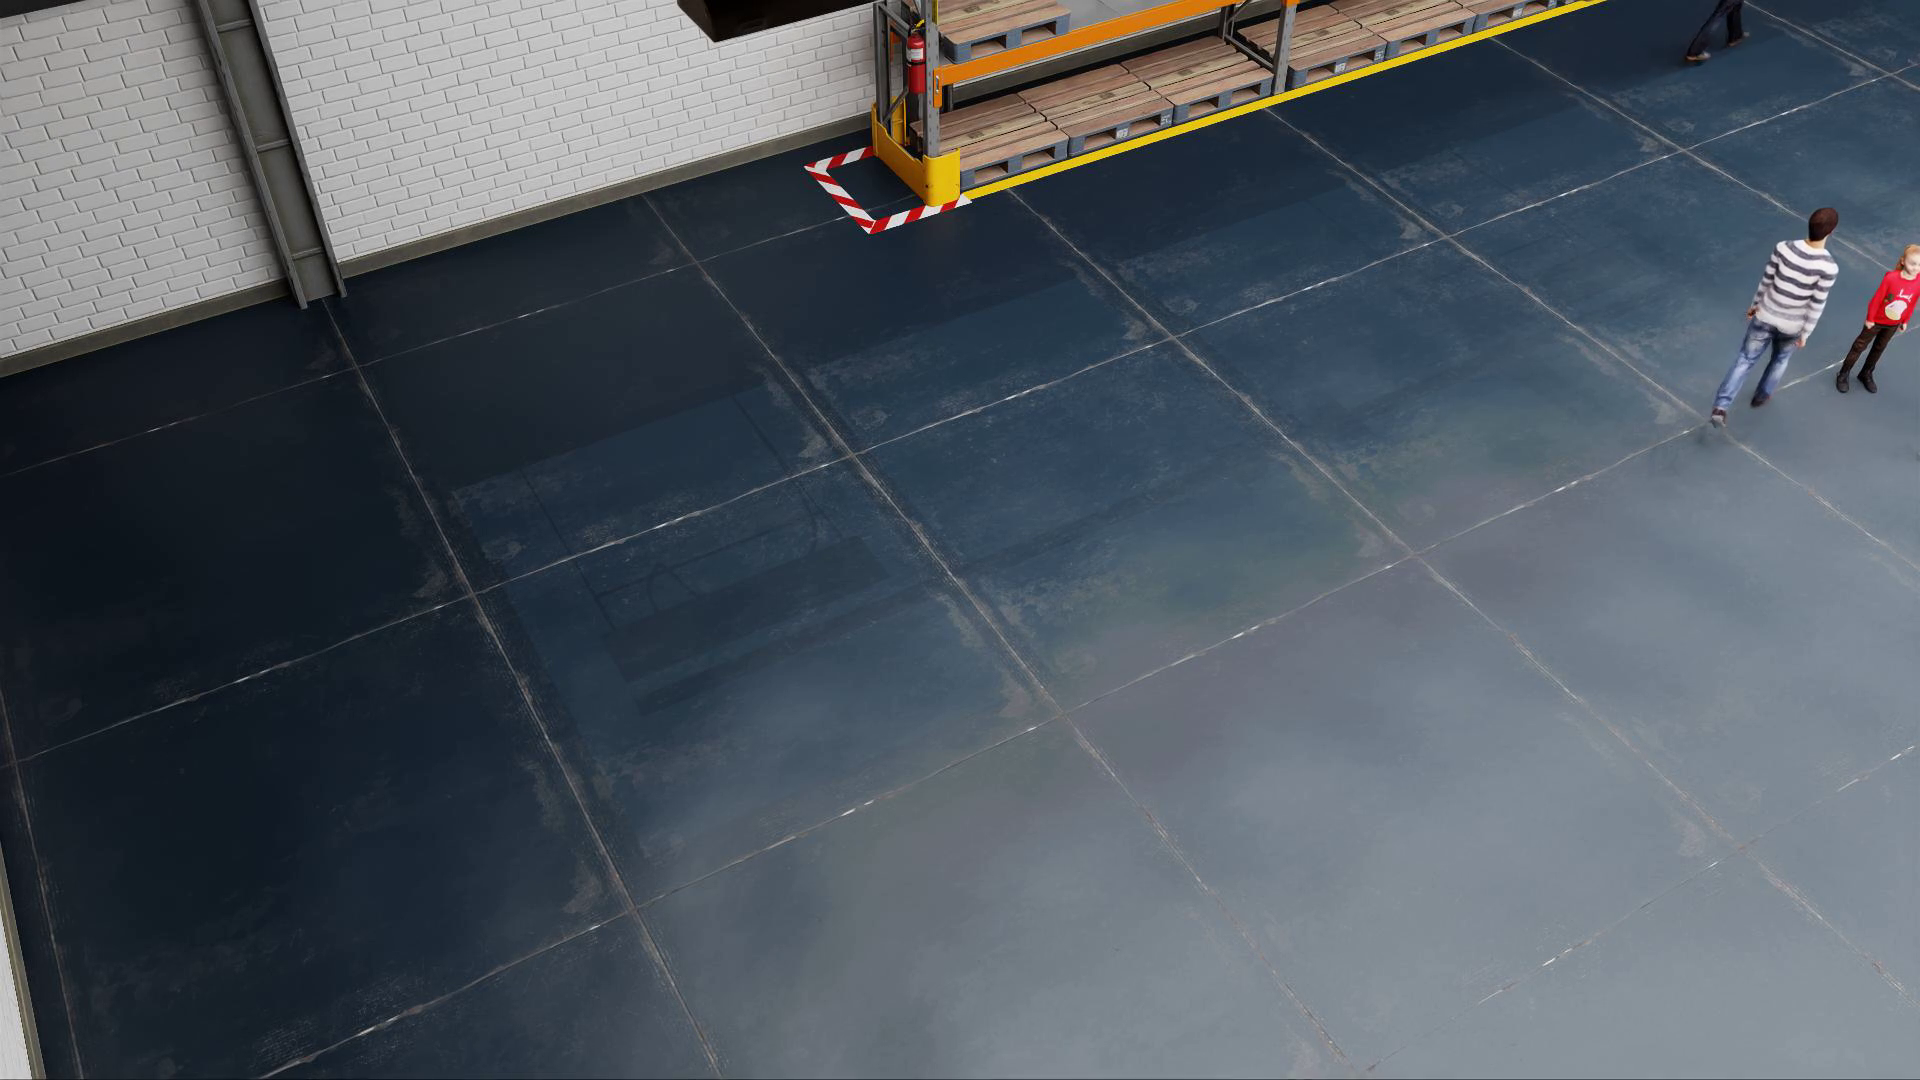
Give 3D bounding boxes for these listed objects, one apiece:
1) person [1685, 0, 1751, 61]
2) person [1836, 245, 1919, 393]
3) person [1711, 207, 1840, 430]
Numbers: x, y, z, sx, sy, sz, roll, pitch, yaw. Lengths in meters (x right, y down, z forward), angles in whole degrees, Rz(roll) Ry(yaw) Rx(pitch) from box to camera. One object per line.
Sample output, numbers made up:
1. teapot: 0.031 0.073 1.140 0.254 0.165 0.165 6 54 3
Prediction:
1. person: 7.792 -5.666 16.733 1.188 1.770 0.714 -18 47 -18
2. person: 7.213 -1.732 12.958 0.564 1.280 0.643 1 44 1
3. person: 6.092 -1.603 12.436 0.908 1.814 1.228 31 52 29
